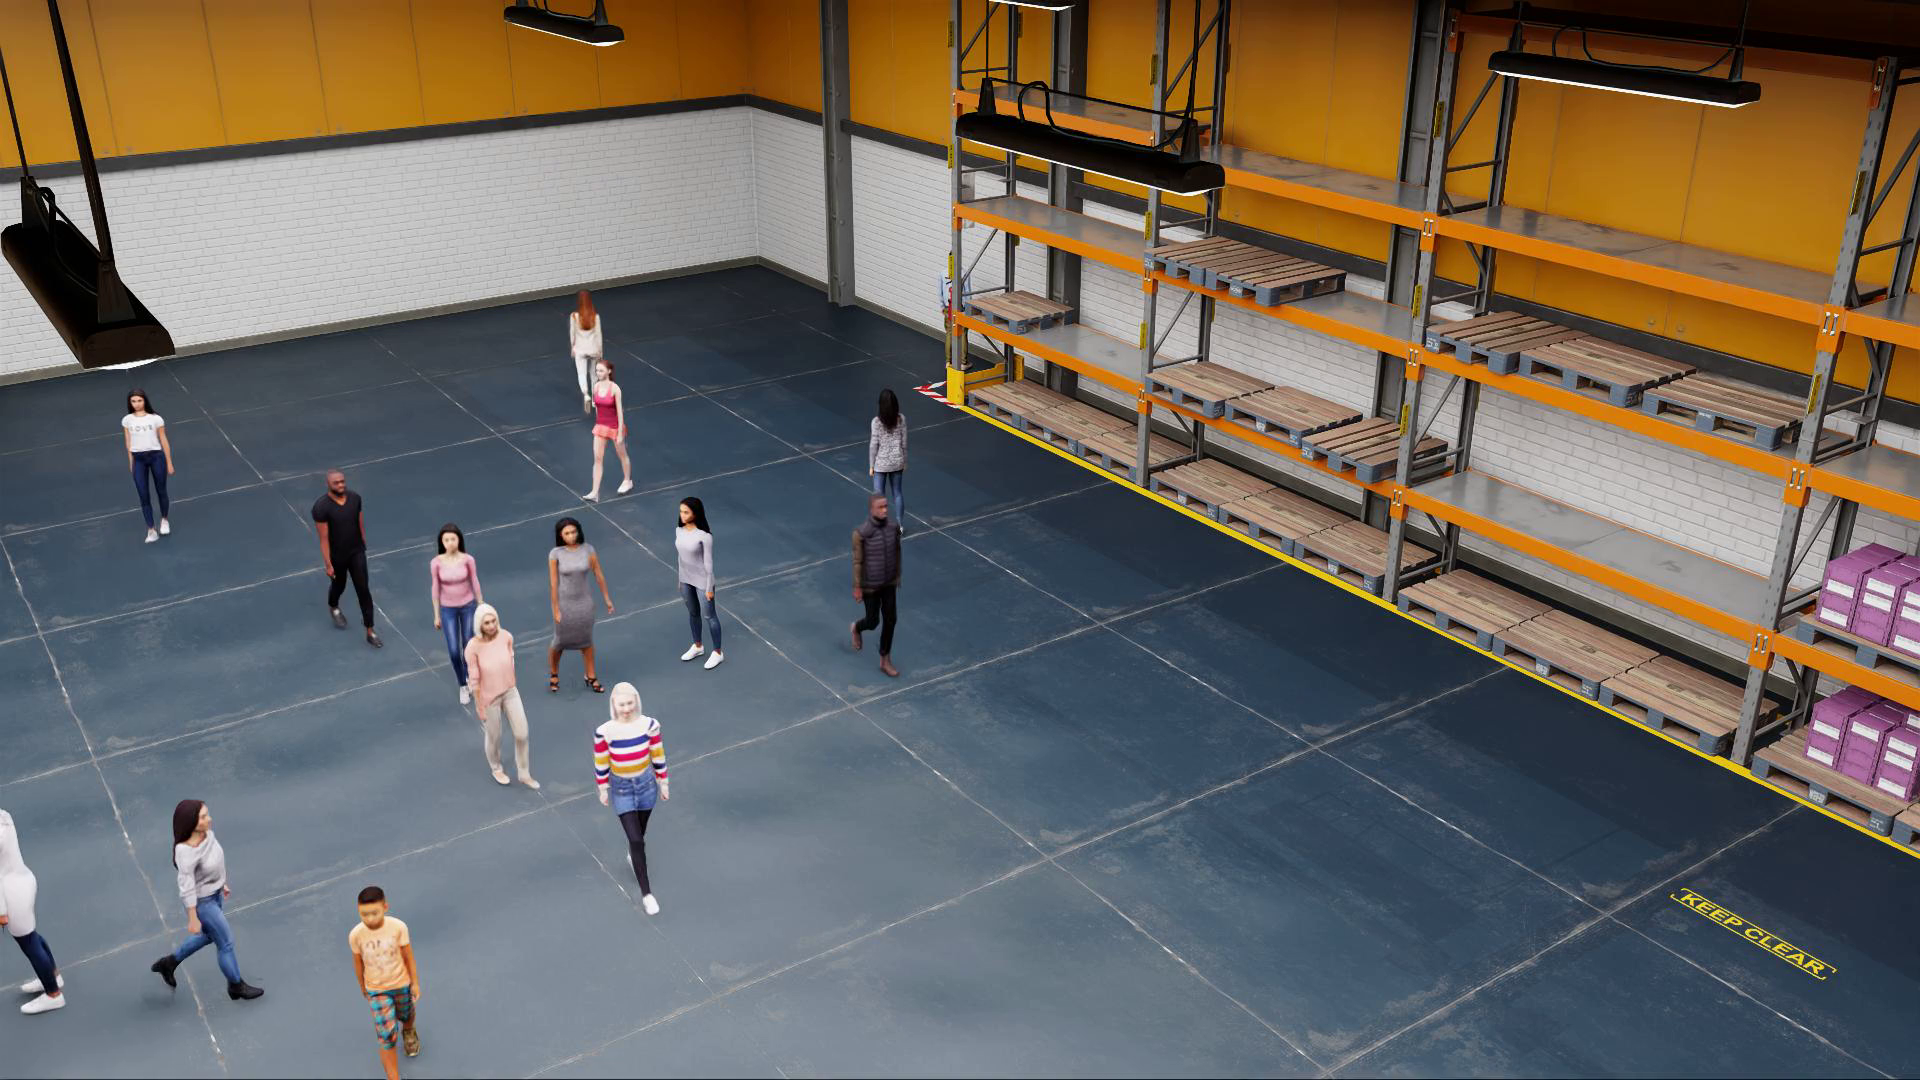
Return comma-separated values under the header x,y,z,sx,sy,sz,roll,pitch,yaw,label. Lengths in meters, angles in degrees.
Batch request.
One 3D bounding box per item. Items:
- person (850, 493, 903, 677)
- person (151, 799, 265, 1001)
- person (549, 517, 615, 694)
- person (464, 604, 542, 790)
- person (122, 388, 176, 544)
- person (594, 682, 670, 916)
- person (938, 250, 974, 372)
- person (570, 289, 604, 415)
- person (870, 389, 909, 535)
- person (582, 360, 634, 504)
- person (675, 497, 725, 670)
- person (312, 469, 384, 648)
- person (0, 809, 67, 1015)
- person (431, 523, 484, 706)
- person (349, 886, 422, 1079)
x,y,z,sx,sy,sz,roll,pitch,yaw,label
-0.826,0.390,15.866,0.695,1.819,0.930,-16,28,-32,person
-5.238,2.477,11.356,0.941,1.608,1.004,-3,24,-6,person
-3.597,0.604,15.421,0.813,1.784,0.695,-18,29,-36,person
-3.937,1.286,13.961,0.842,1.703,0.690,21,31,40,person
-9.186,-0.892,18.878,0.803,1.755,0.976,-7,25,-15,person
-2.476,1.860,12.575,0.794,1.763,1.155,-11,26,-23,person
-0.054,-3.412,24.574,0.710,1.812,0.822,9,25,20,person
-5.110,-2.555,22.757,0.847,1.695,1.093,-5,24,-10,person
-0.811,-0.875,18.870,0.644,1.732,0.579,-12,26,-25,person
-4.141,-1.336,19.947,1.094,1.713,1.032,9,25,19,person
-2.510,0.387,15.982,0.581,1.732,0.723,16,28,32,person
-6.143,0.146,16.479,0.801,1.776,1.269,-21,31,-39,person
-6.406,2.411,11.307,0.751,1.768,0.633,-7,25,-16,person
-4.657,0.623,15.443,0.701,1.732,0.775,-8,25,-18,person
-3.681,2.836,10.753,0.666,1.432,1.020,-9,25,-20,person
